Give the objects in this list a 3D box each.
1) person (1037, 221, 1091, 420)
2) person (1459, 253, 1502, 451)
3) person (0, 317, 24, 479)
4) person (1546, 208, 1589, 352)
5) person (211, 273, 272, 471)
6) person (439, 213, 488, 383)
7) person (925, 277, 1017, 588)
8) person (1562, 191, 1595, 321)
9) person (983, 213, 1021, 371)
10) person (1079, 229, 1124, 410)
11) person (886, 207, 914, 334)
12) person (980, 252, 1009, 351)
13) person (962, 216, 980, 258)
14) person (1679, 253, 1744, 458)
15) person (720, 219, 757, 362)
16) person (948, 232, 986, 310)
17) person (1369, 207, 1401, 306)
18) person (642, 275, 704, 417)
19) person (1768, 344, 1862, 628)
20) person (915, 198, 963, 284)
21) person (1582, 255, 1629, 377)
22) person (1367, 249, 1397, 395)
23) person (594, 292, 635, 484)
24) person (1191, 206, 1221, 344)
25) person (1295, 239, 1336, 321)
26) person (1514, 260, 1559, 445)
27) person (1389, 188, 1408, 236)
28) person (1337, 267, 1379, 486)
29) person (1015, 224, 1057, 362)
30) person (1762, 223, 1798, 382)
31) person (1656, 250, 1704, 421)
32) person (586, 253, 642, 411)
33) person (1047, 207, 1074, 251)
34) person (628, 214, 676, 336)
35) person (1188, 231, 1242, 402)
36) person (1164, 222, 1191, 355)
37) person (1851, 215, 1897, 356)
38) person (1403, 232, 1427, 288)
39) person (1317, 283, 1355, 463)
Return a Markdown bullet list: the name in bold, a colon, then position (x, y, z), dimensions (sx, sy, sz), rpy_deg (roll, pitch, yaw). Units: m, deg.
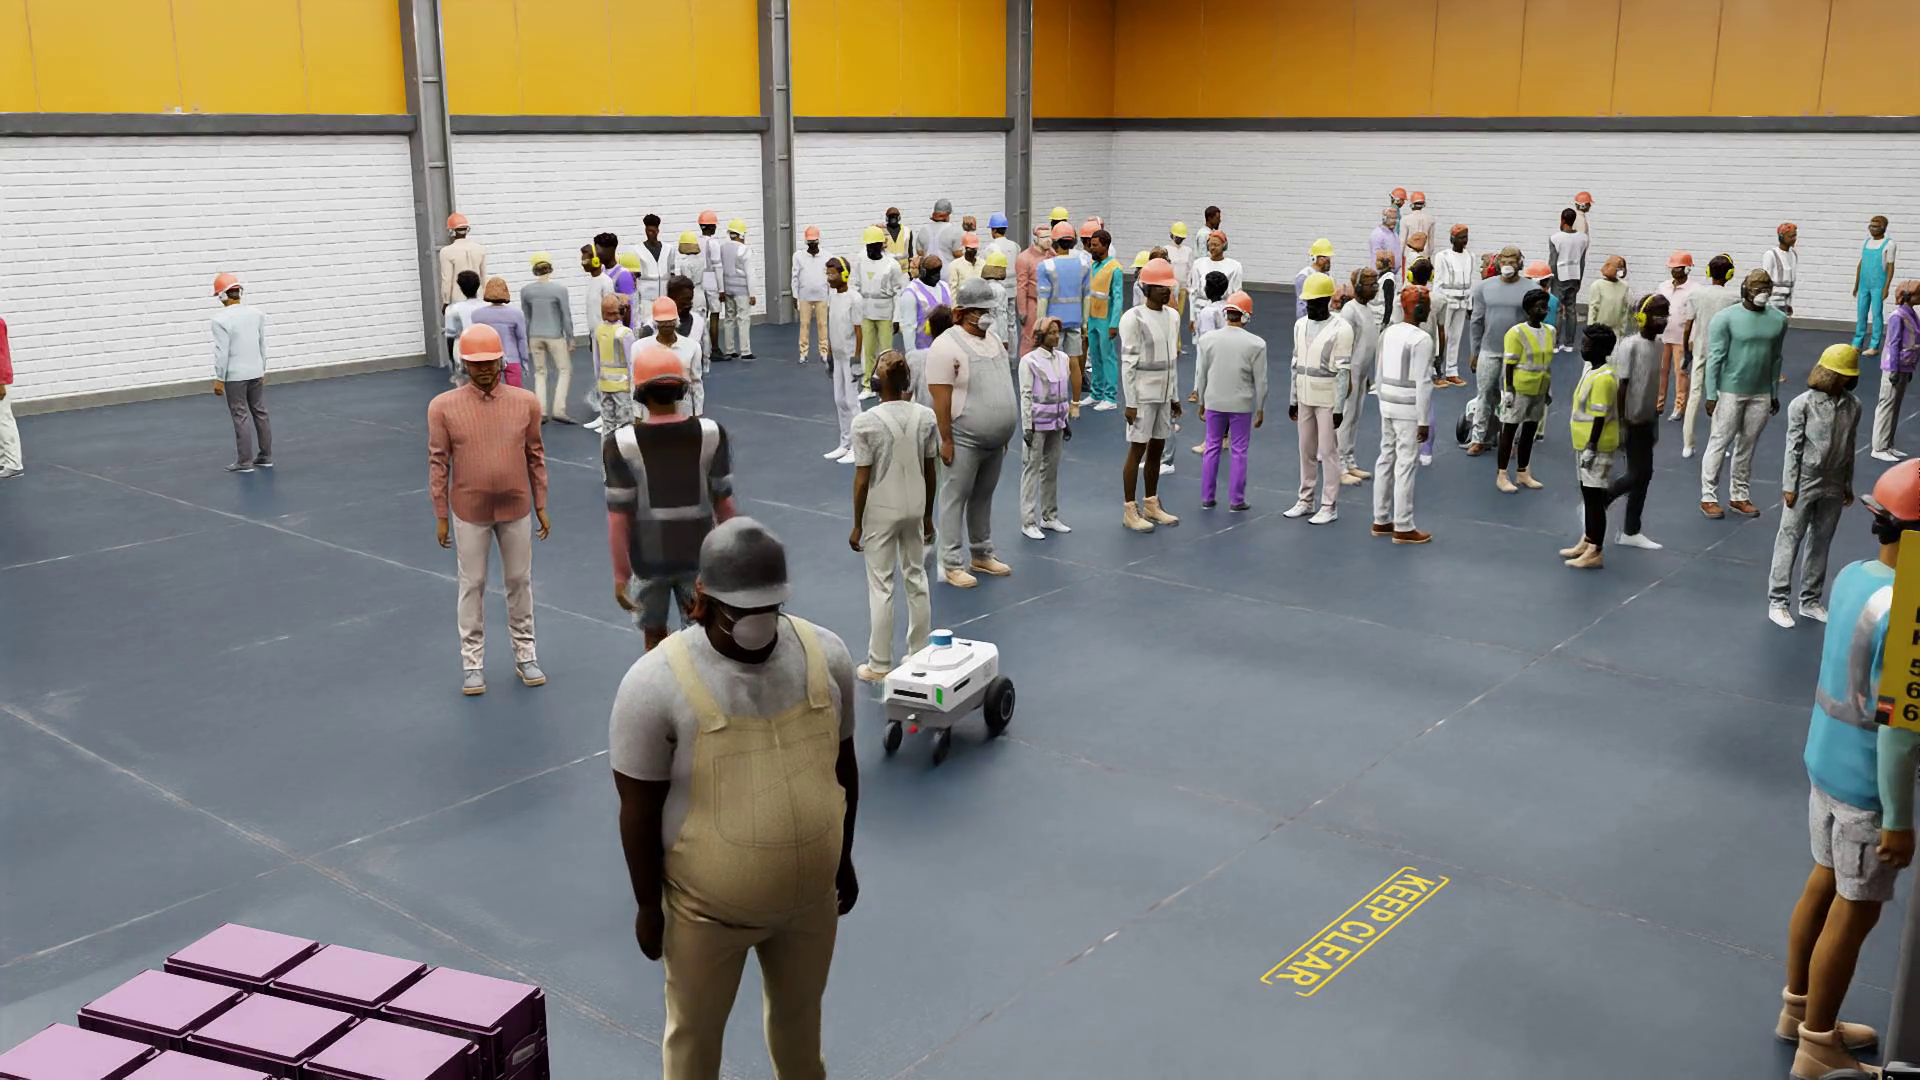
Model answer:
- **person**: position (1.043, -2.239, 17.117), dimensions (0.610, 2.043, 0.375), rpy_deg (-6, 15, -24)
- **person**: position (4.967, -1.755, 15.582), dimensions (0.389, 1.846, 0.566), rpy_deg (9, 16, 31)
- **person**: position (-8.415, -1.402, 14.395), dimensions (0.576, 1.737, 0.355), rpy_deg (12, 18, 40)
- **person**: position (8.108, -3.475, 22.309), dimensions (0.593, 1.920, 0.391), rpy_deg (-5, 15, -20)
- **person**: position (-6.365, -1.477, 14.679), dimensions (0.338, 1.742, 0.563), rpy_deg (6, 15, 22)
- **person**: position (-5.852, -2.846, 19.644), dimensions (0.385, 1.993, 0.611), rpy_deg (11, 18, 38)
- **person**: position (0.127, -0.722, 11.057), dimensions (0.537, 2.000, 0.678), rpy_deg (11, 18, 37)
- **person**: position (9.615, -4.419, 25.921), dimensions (0.383, 1.996, 0.609), rpy_deg (1, 14, 3)
- **person**: position (0.491, -3.027, 20.456), dimensions (0.405, 1.946, 0.609), rpy_deg (13, 19, 42)
- **person**: position (1.527, -2.360, 17.854), dimensions (0.382, 1.918, 0.597), rpy_deg (-8, 16, -28)
- **person**: position (-0.971, -3.929, 24.276), dimensions (0.624, 1.844, 0.430), rpy_deg (-3, 14, -12)
- **person**: position (0.361, -2.086, 17.122), dimensions (0.302, 1.741, 0.485), rpy_deg (-8, 16, -28)
- **person**: position (0.154, -4.162, 25.616), dimensions (0.311, 1.642, 0.512), rpy_deg (-2, 14, -9)
- **person**: position (6.856, -1.669, 15.188), dimensions (0.520, 1.873, 0.333), rpy_deg (12, 18, 39)
- **person**: position (-2.865, -3.222, 21.491), dimensions (0.594, 1.825, 0.403), rpy_deg (10, 17, 35)
- **person**: position (0.121, -2.818, 20.016), dimensions (0.572, 1.750, 0.331), rpy_deg (-9, 17, -33)
- **person**: position (5.872, -3.625, 22.946), dimensions (0.401, 1.901, 0.649), rpy_deg (11, 17, 36)
- **person**: position (-2.222, -1.108, 12.916), dimensions (0.432, 1.894, 0.619), rpy_deg (10, 17, 35)
- **person**: position (5.225, -0.329, 10.104), dimensions (0.484, 1.738, 0.305), rpy_deg (-3, 14, -13)
- **person**: position (-0.229, -3.615, 22.619), dimensions (0.682, 2.000, 0.536), rpy_deg (8, 16, 28)
- **person**: position (7.072, -2.294, 18.189), dimensions (0.504, 1.628, 0.279), rpy_deg (-4, 15, -16)
- **person**: position (4.783, -2.463, 18.829), dimensions (0.308, 1.639, 0.524), rpy_deg (1, 14, 5)
- **person**: position (-2.875, -1.261, 14.015), dimensions (0.521, 1.645, 0.306), rpy_deg (12, 18, 39)
- **person**: position (3.426, -3.683, 23.168), dimensions (0.385, 1.910, 0.592), rpy_deg (6, 15, 23)
- **person**: position (3.814, -2.296, 17.773), dimensions (0.600, 1.829, 0.404), rpy_deg (-13, 19, -43)
- **person**: position (5.468, -1.784, 15.880), dimensions (0.327, 1.753, 0.561), rpy_deg (11, 18, 38)
- **person**: position (7.201, -4.839, 27.620), dimensions (0.388, 1.987, 0.608), rpy_deg (0, 14, 1)
- **person**: position (3.367, -1.397, 14.151), dimensions (0.346, 1.845, 0.505), rpy_deg (9, 16, 31)
- **person**: position (0.929, -2.638, 18.985), dimensions (0.642, 1.909, 0.399), rpy_deg (-11, 18, -38)
- **person**: position (9.662, -2.798, 19.676), dimensions (0.575, 1.881, 0.356), rpy_deg (-9, 17, -32)
- **person**: position (7.378, -2.112, 17.194), dimensions (0.329, 1.751, 0.568), rpy_deg (-9, 17, -31)
- **person**: position (-3.590, -2.190, 17.618), dimensions (0.770, 1.702, 0.484), rpy_deg (2, 14, 9)
- **person**: position (1.353, -3.523, 22.479), dimensions (0.373, 1.928, 0.584), rpy_deg (4, 15, 15)
- **person**: position (-3.713, -2.976, 20.227), dimensions (0.617, 1.958, 0.362), rpy_deg (-8, 16, -30)
- **person**: position (2.784, -2.434, 18.221), dimensions (0.572, 1.883, 0.355), rpy_deg (6, 15, 24)
- **person**: position (2.846, -3.316, 22.000), dimensions (0.523, 1.759, 0.333), rpy_deg (-7, 16, -27)
- **person**: position (12.066, -3.360, 21.997), dimensions (0.325, 1.843, 0.517), rpy_deg (-6, 15, -22)
- **person**: position (5.982, -3.236, 21.929), dimensions (0.278, 1.633, 0.498), rpy_deg (0, 14, 0)
- **person**: position (3.381, -1.466, 14.845), dimensions (0.307, 1.639, 0.525), rpy_deg (-2, 14, -8)
